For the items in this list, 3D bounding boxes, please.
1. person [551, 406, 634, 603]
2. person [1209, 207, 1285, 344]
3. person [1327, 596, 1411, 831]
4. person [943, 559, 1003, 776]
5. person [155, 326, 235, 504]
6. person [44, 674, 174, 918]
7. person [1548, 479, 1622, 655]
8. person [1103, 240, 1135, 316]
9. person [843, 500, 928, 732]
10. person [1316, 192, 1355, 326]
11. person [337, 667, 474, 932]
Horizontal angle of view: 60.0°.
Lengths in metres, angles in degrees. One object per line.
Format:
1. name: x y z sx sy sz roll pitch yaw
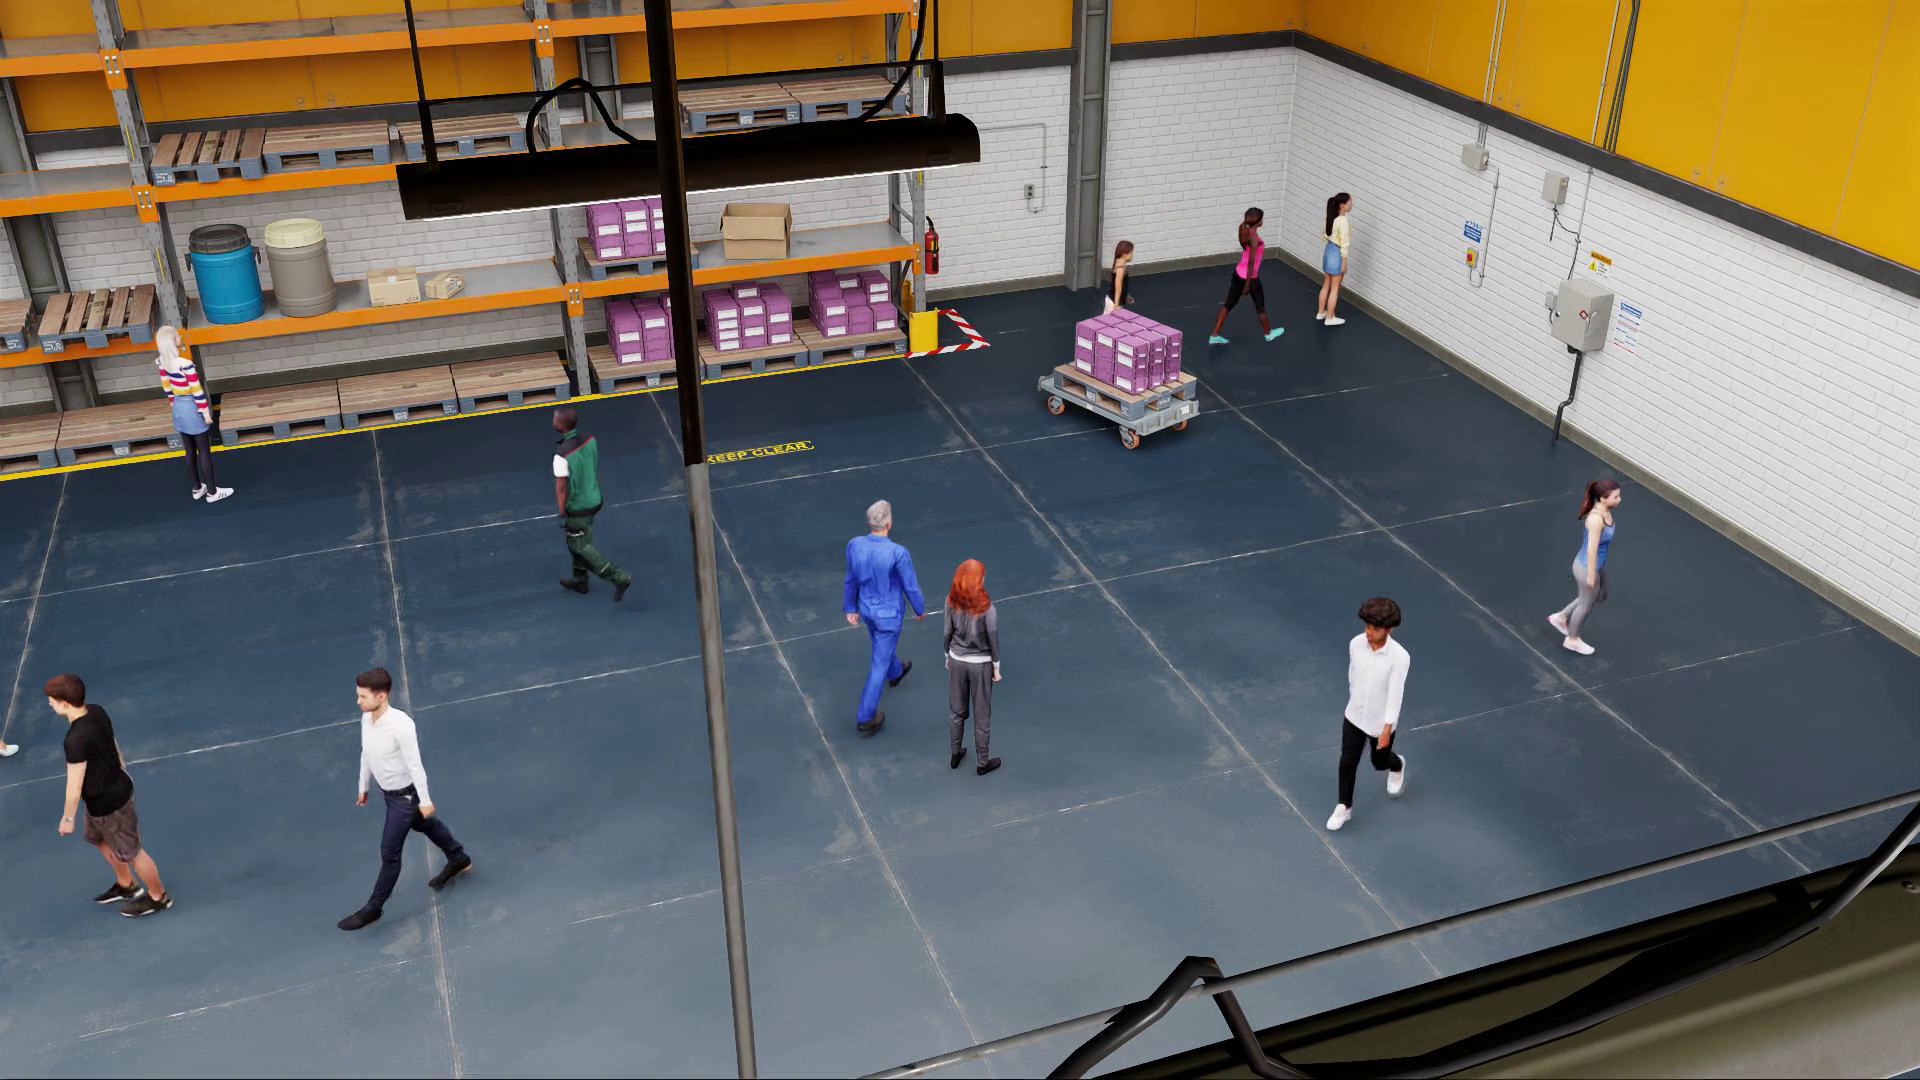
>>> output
1. person: -3.211 -0.279 14.368 1.172 1.820 1.096 12 31 21
2. person: 3.291 -3.059 19.627 1.185 1.666 0.659 -7 29 -13
3. person: 2.952 1.189 11.710 0.947 1.789 1.150 23 36 36
4. person: 0.079 0.925 12.205 0.646 1.779 0.695 14 32 24
5. person: -7.483 -1.233 16.130 0.716 1.808 0.757 15 32 25
6. person: -5.431 1.656 10.798 0.715 1.843 0.685 -10 30 -17
7. person: 5.138 0.201 13.720 0.800 1.598 0.741 15 32 25
8. person: 1.714 -2.657 19.046 1.086 1.516 0.665 -5 29 -8
9. person: -0.646 0.619 12.768 1.181 1.777 1.321 18 33 29
10. person: 4.600 -3.460 20.399 0.541 1.630 0.646 -8 30 -15
11. person: -3.586 1.610 10.908 1.014 1.819 1.313 25 37 38
